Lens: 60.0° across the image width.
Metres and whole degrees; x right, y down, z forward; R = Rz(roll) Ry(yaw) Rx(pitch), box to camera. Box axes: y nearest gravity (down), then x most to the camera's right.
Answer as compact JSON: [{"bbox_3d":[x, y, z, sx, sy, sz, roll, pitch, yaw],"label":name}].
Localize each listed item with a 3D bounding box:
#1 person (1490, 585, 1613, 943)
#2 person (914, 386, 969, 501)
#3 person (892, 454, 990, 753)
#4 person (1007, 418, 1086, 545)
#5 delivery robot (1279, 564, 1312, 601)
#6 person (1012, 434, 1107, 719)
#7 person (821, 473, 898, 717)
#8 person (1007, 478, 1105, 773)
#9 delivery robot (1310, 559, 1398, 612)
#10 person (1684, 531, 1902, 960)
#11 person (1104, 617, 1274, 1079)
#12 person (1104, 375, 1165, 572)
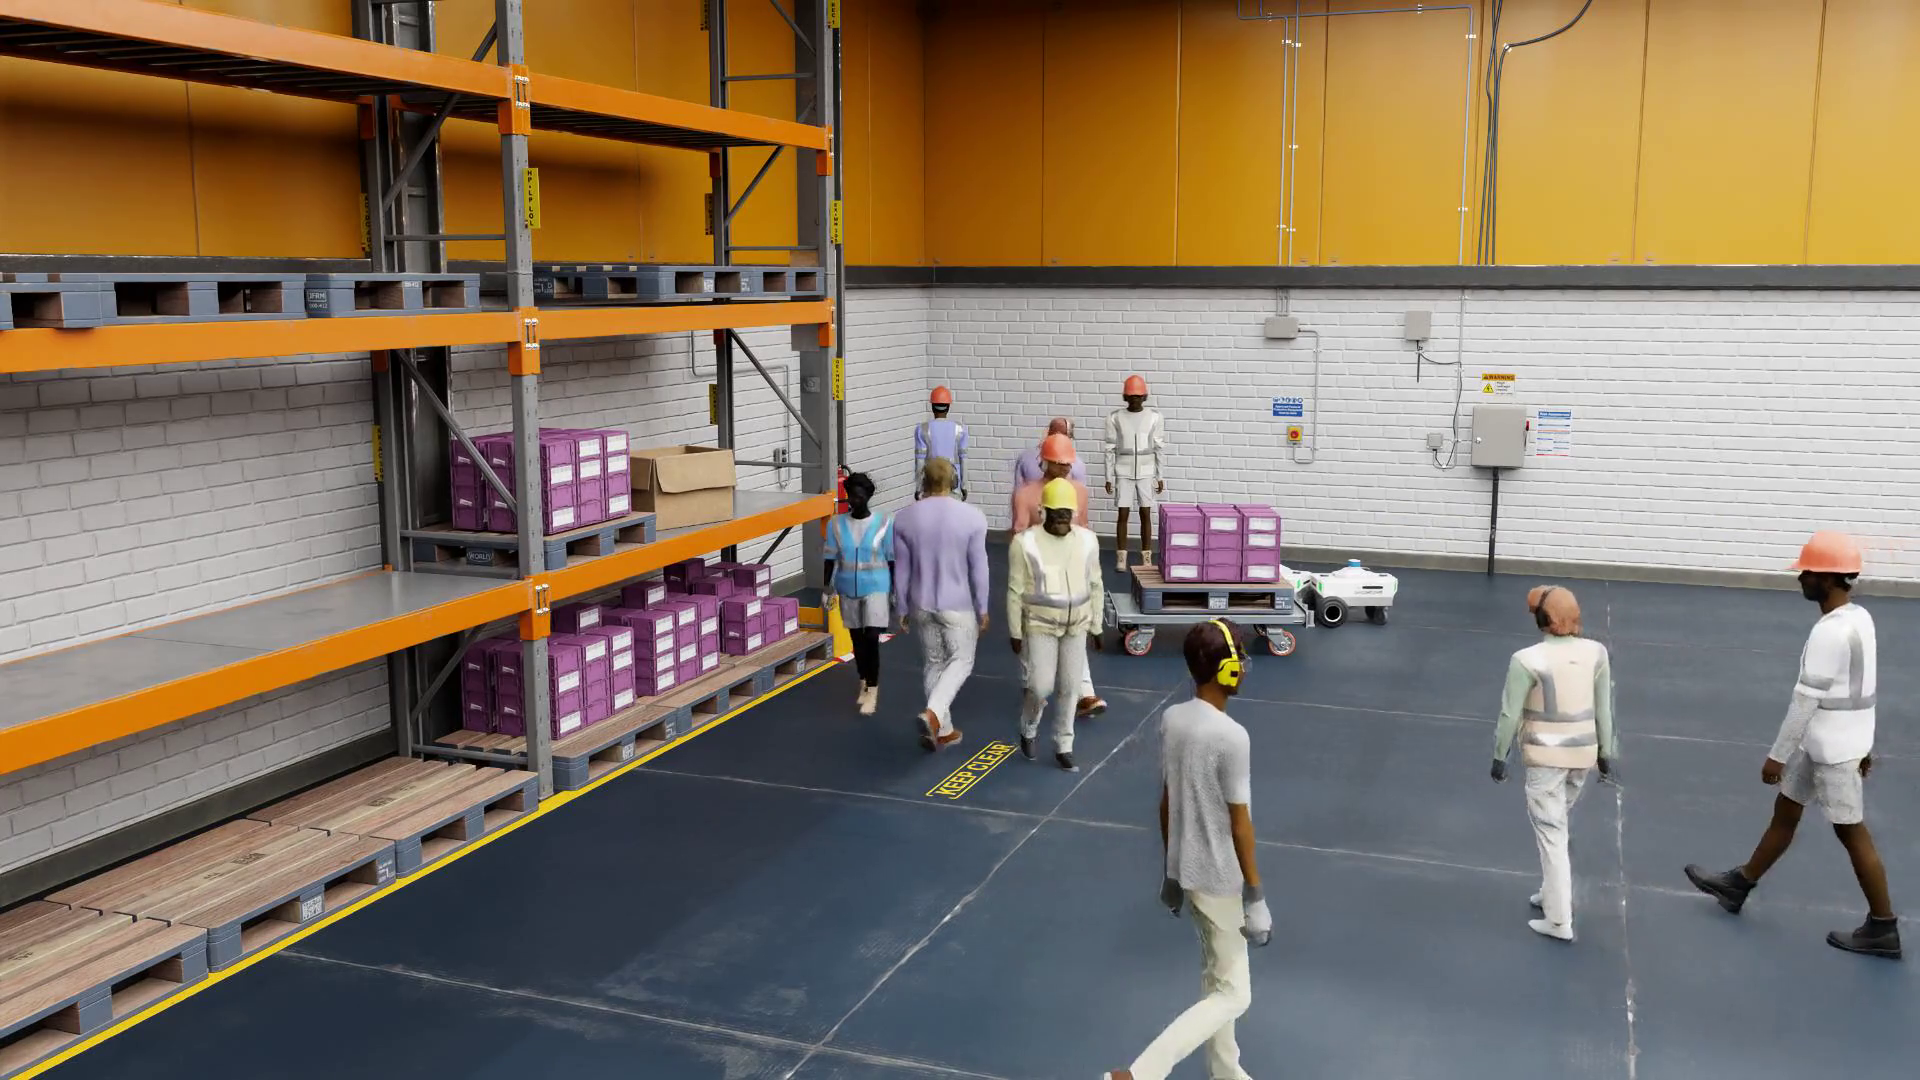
[{"bbox_3d":[2.714,1.009,7.698,0.544,1.614,0.617,-3,10,-18],"label":"person"},{"bbox_3d":[-0.193,-0.567,16.599,0.550,1.935,0.376,-2,9,-11],"label":"person"},{"bbox_3d":[-0.145,0.424,10.446,0.632,1.913,0.664,4,10,22],"label":"person"},{"bbox_3d":[0.749,-0.119,14.114,0.688,1.844,0.971,5,10,29],"label":"person"},{"bbox_3d":[2.734,0.371,14.745,0.707,0.478,0.477,5,10,30],"label":"delivery robot"},{"bbox_3d":[0.661,0.255,11.393,0.660,1.940,0.999,-4,10,-22],"label":"person"},{"bbox_3d":[-0.711,0.377,11.487,0.546,1.666,0.685,2,9,14],"label":"person"},{"bbox_3d":[0.598,0.519,10.162,0.598,1.820,0.416,-3,10,-20],"label":"person"},{"bbox_3d":[3.429,0.413,14.478,0.707,0.478,0.477,0,9,-1],"label":"delivery robot"},{"bbox_3d":[3.849,0.899,7.555,1.002,1.880,0.562,7,11,37],"label":"person"},{"bbox_3d":[0.849,1.192,5.828,0.696,1.856,0.566,-3,10,-18],"label":"person"},{"bbox_3d":[1.778,-0.668,16.957,0.611,2.032,0.411,0,9,1],"label":"person"}]
